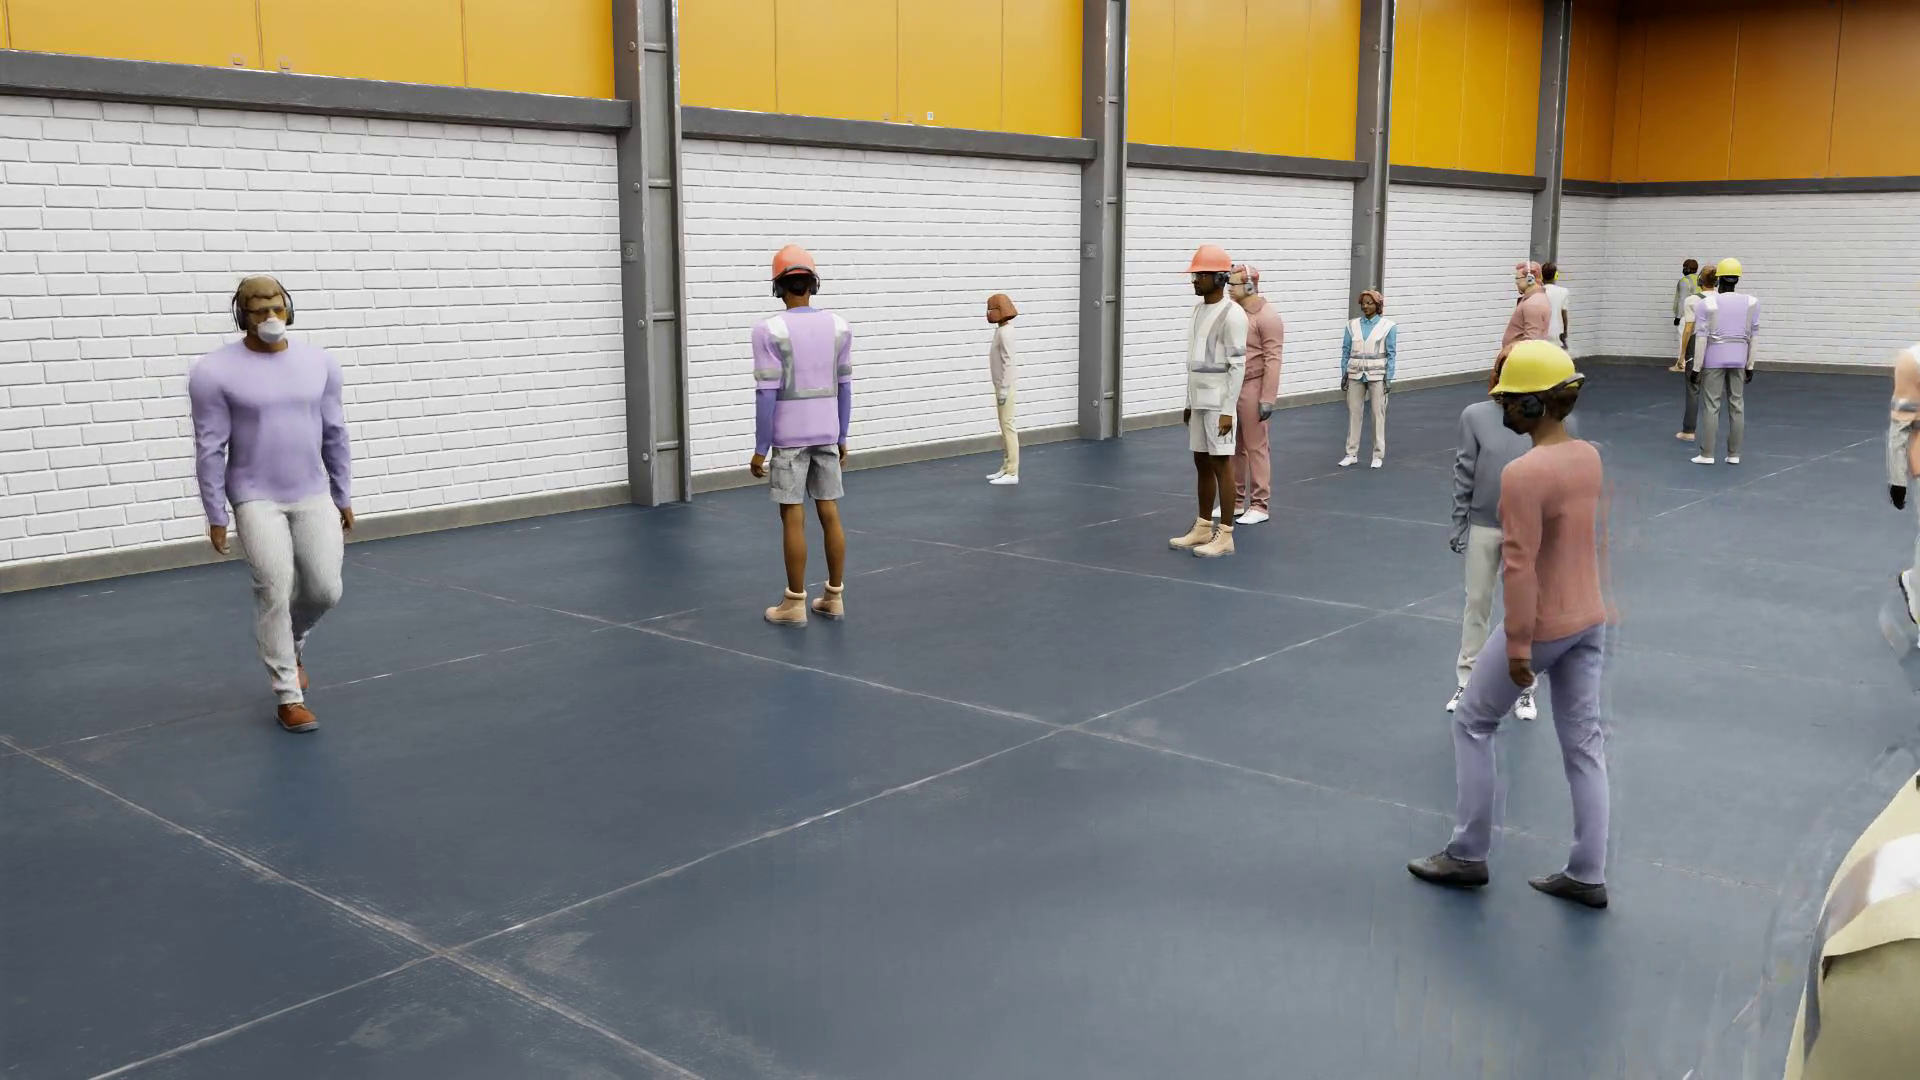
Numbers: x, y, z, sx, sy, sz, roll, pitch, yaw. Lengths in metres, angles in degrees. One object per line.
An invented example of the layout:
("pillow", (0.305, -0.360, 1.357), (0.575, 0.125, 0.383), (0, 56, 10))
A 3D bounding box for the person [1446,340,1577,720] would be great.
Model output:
("person", (2.367, -0.041, 7.173), (0.497, 1.633, 0.279), (5, 11, 25))

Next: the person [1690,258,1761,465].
("person", (7.118, -1.653, 15.514), (0.584, 1.929, 0.371), (0, 10, 1))

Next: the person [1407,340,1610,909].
("person", (1.749, 0.258, 5.175), (0.546, 1.743, 0.703), (-8, 13, -37))

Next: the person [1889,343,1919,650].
("person", (4.930, -0.380, 8.328), (0.597, 1.905, 0.637), (0, 10, 1))

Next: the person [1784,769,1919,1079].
("person", (1.016, 0.822, 1.817), (0.869, 1.797, 0.587), (8, 13, 38))

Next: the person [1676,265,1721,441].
("person", (7.796, -1.951, 17.442), (0.518, 1.844, 0.332), (0, 10, -2))

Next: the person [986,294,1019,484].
("person", (0.366, -1.295, 14.316), (0.286, 1.631, 0.502), (0, 10, -1))

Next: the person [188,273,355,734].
("person", (-2.904, -0.162, 7.044), (0.644, 1.920, 0.572), (-9, 13, -42))

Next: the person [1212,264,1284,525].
("person", (2.079, -1.070, 12.261), (0.401, 1.904, 0.649), (-5, 11, -26))

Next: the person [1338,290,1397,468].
("person", (3.767, -1.484, 15.372), (0.514, 1.641, 0.307), (7, 12, 33))

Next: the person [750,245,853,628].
("person", (-0.861, -0.550, 8.927), (0.605, 2.037, 0.394), (-8, 12, -37))

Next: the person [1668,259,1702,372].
("person", (11.944, -3.687, 27.339), (0.633, 1.842, 0.429), (-7, 12, -36))

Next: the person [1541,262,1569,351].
("person", (7.289, -2.518, 20.642), (0.545, 1.857, 0.526), (2, 10, 9))

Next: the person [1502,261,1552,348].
("person", (5.162, -1.586, 15.204), (0.410, 1.905, 0.641), (4, 11, 22))

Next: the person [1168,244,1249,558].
("person", (1.635, -0.907, 10.932), (0.380, 2.045, 0.605), (-4, 11, -20))
